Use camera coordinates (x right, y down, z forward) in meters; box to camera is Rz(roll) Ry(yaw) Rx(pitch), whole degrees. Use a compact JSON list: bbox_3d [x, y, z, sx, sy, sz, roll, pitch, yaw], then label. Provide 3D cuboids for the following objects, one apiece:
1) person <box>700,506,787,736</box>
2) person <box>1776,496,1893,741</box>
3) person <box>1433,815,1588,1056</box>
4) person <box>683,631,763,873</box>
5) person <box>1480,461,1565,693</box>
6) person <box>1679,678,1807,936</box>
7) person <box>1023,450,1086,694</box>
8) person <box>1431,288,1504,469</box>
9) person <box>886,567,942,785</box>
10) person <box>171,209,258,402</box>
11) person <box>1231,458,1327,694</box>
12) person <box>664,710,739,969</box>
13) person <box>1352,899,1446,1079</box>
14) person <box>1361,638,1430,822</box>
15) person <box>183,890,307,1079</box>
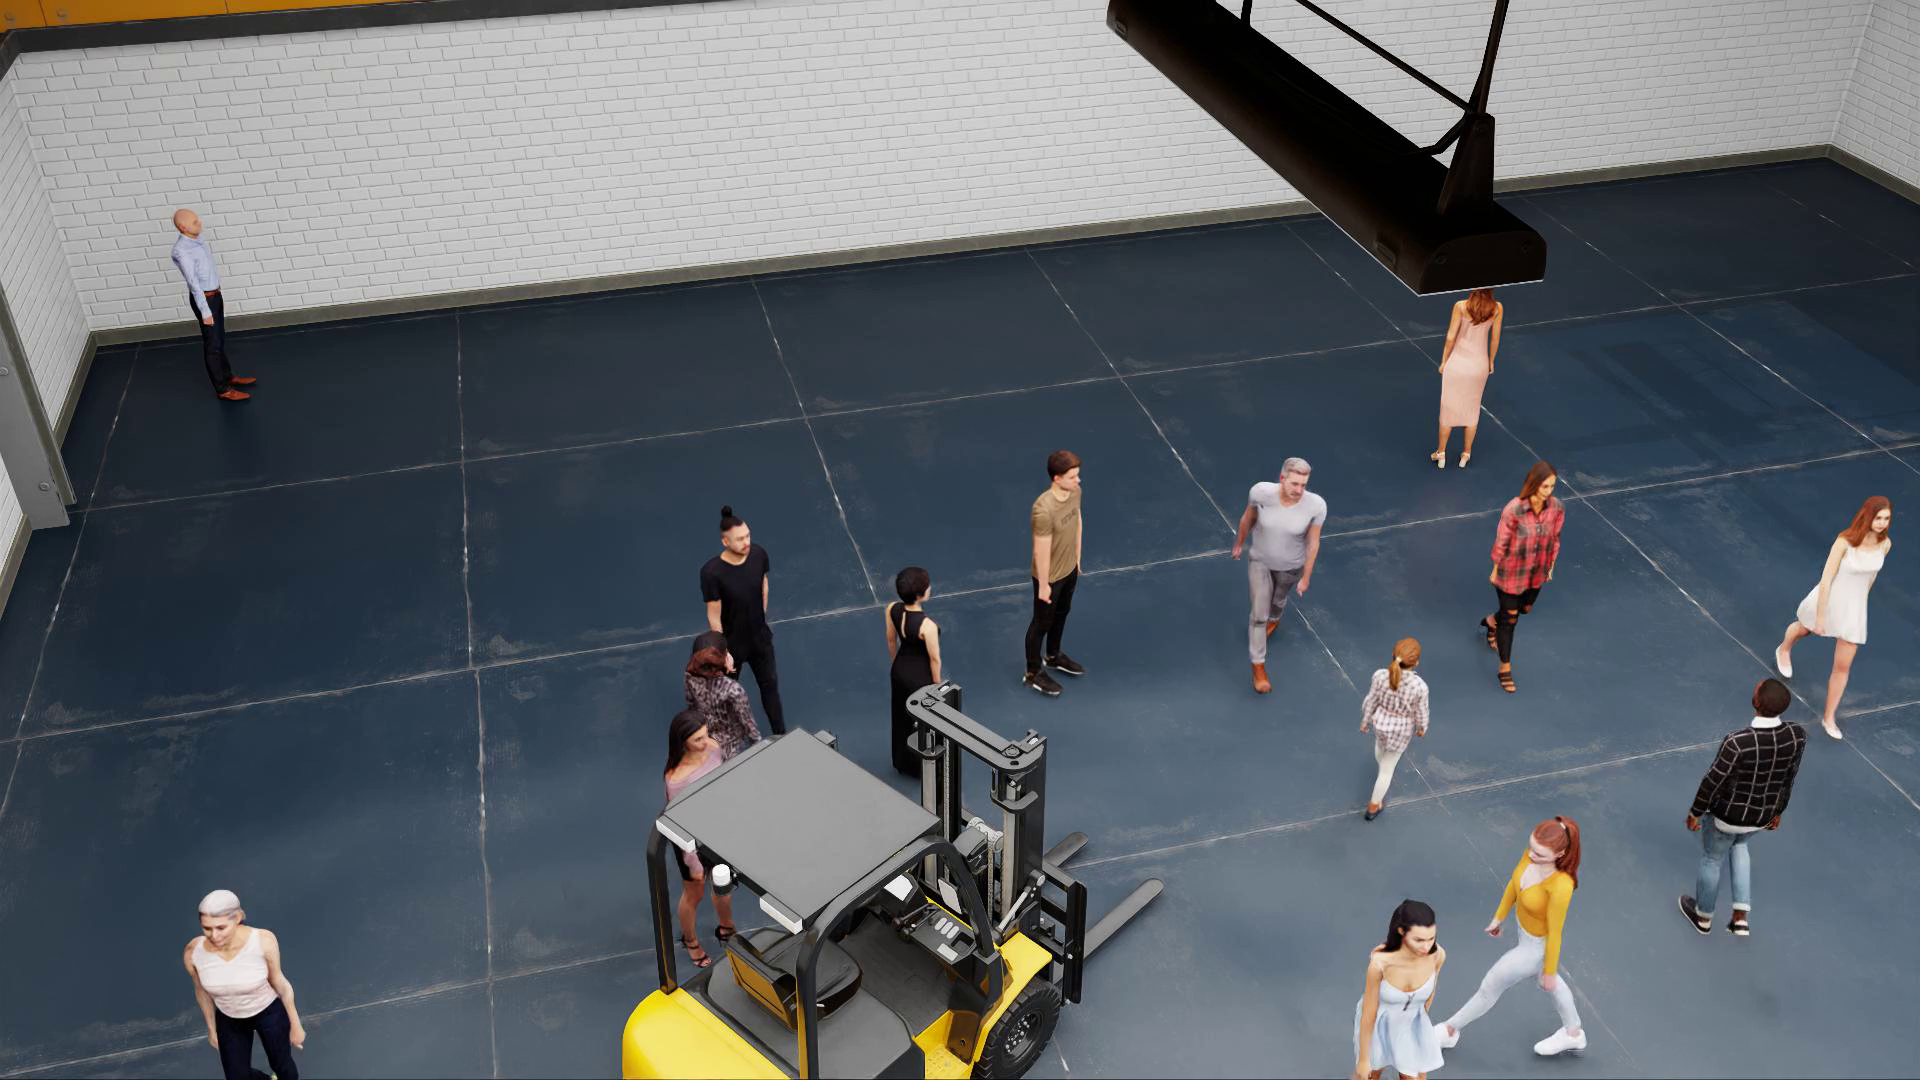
[{"bbox_3d":[-1.484,0.581,10.801,0.960,1.830,1.163,-26,41,-33],"label":"person"},{"bbox_3d":[5.876,0.396,11.234,0.877,1.661,1.266,3,34,5],"label":"person"},{"bbox_3d":[3.072,2.086,8.653,0.875,1.702,1.177,0,34,-1],"label":"person"},{"bbox_3d":[-1.450,1.297,9.854,0.991,1.686,0.995,25,41,32],"label":"person"},{"bbox_3d":[3.875,0.175,11.543,0.663,1.686,0.932,-6,34,-9],"label":"person"},{"bbox_3d":[4.418,1.581,9.314,0.741,1.812,0.795,-4,34,-6],"label":"person"},{"bbox_3d":[0.643,0.192,11.368,0.779,1.851,0.736,20,39,28],"label":"person"},{"bbox_3d":[4.214,-1.436,13.837,0.658,1.831,0.626,2,34,4],"label":"person"},{"bbox_3d":[-0.301,0.873,10.569,0.621,1.602,0.717,26,41,33],"label":"person"},{"bbox_3d":[-6.743,-2.123,14.905,0.712,1.792,0.532,-6,34,-8],"label":"person"},{"bbox_3d":[2.190,0.119,11.560,1.123,1.760,1.318,11,35,16],"label":"person"},{"bbox_3d":[-1.480,1.656,9.201,0.792,1.813,0.724,16,37,22],"label":"person"},{"bbox_3d":[2.087,2.359,8.234,0.606,1.713,0.660,-5,34,-8],"label":"person"},{"bbox_3d":[2.663,1.204,10.360,0.871,1.282,0.910,20,38,27],"label":"person"},{"bbox_3d":[-3.515,2.317,8.310,0.632,1.697,0.637,-5,34,-8],"label":"person"}]
